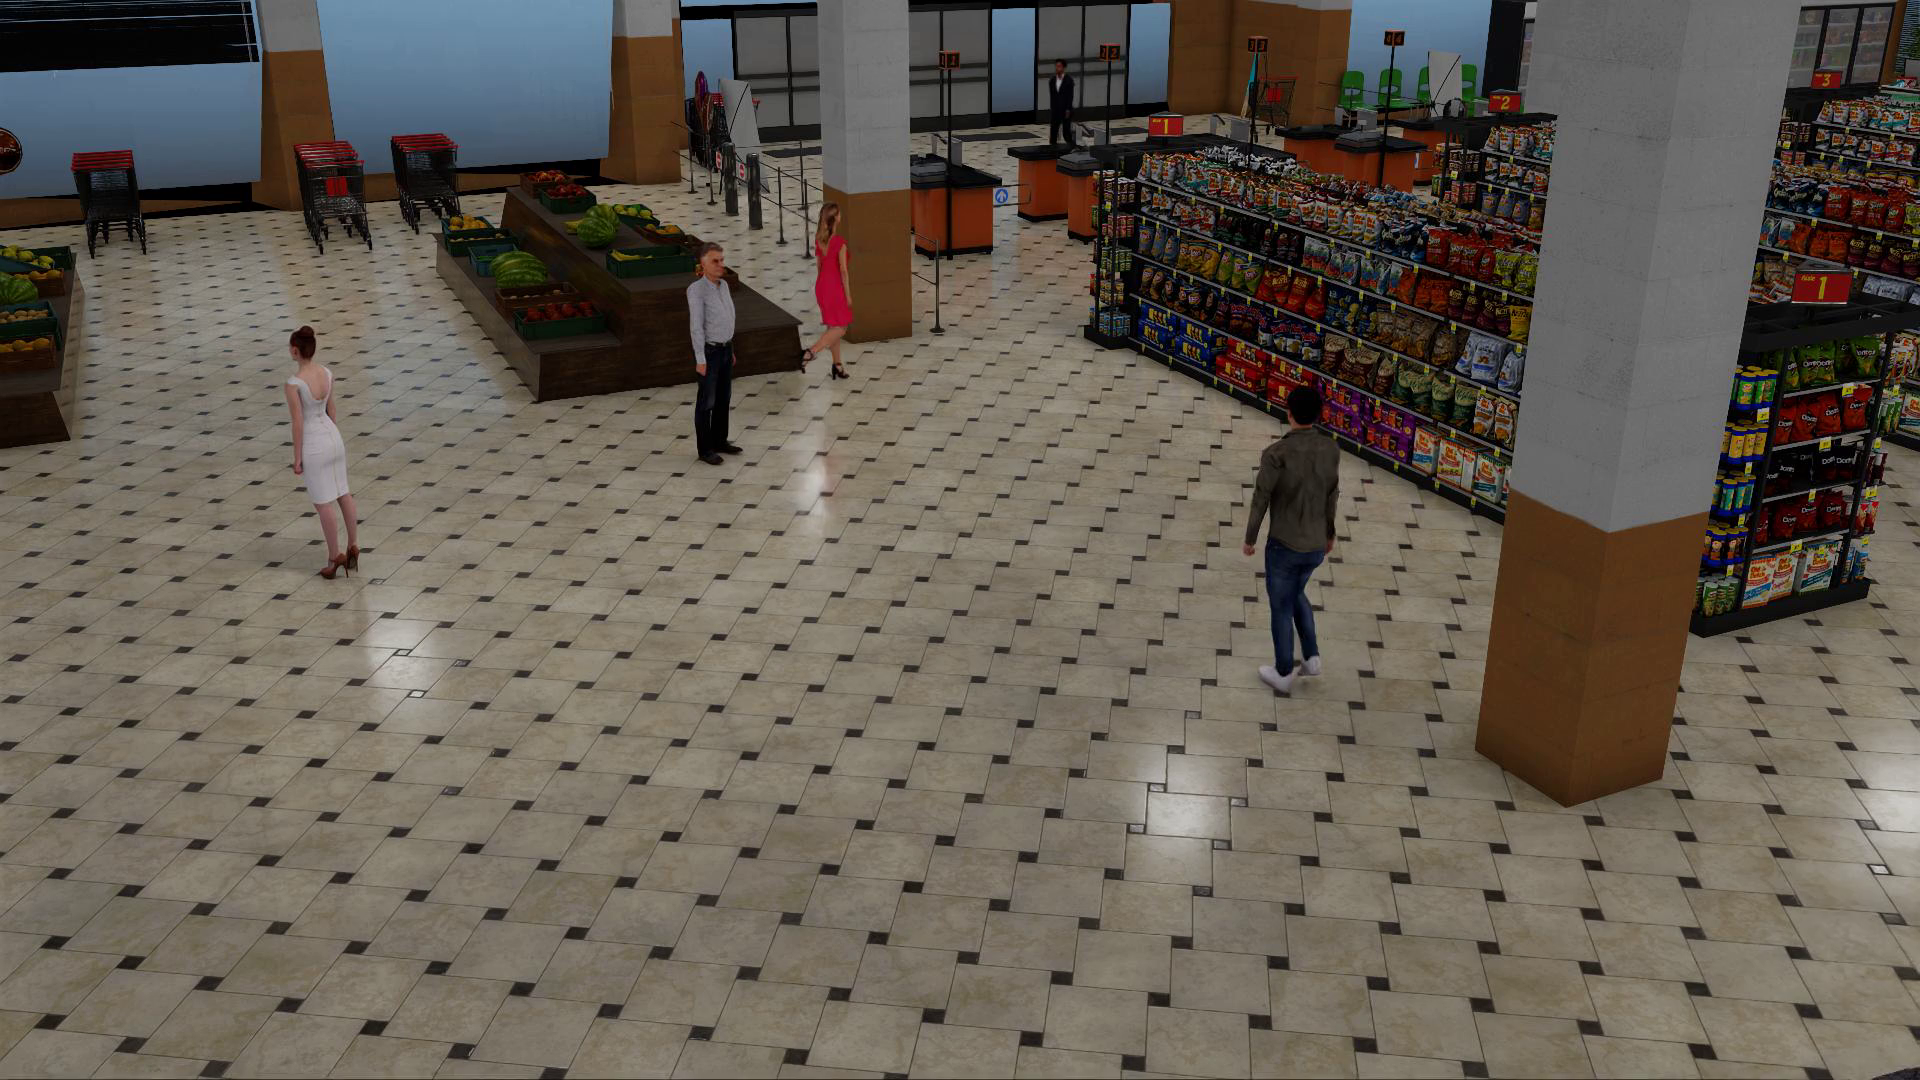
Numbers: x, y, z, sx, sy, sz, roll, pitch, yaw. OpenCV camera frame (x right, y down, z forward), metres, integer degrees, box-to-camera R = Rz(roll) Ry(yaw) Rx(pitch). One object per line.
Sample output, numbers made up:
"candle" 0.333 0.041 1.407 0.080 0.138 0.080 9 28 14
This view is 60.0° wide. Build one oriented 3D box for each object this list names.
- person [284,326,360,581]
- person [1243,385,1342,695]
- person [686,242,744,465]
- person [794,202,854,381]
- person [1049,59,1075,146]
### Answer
"person" -4.337 -0.591 11.305 0.674 1.791 0.634 10 24 23
"person" 1.984 0.047 9.630 0.706 1.856 0.654 -11 24 -24
"person" -2.022 -1.552 13.663 0.764 1.817 0.736 11 24 25
"person" -1.279 -2.300 15.675 0.728 1.705 0.856 -15 26 -33
"person" 1.743 -7.085 27.606 1.146 1.689 1.096 12 25 28
